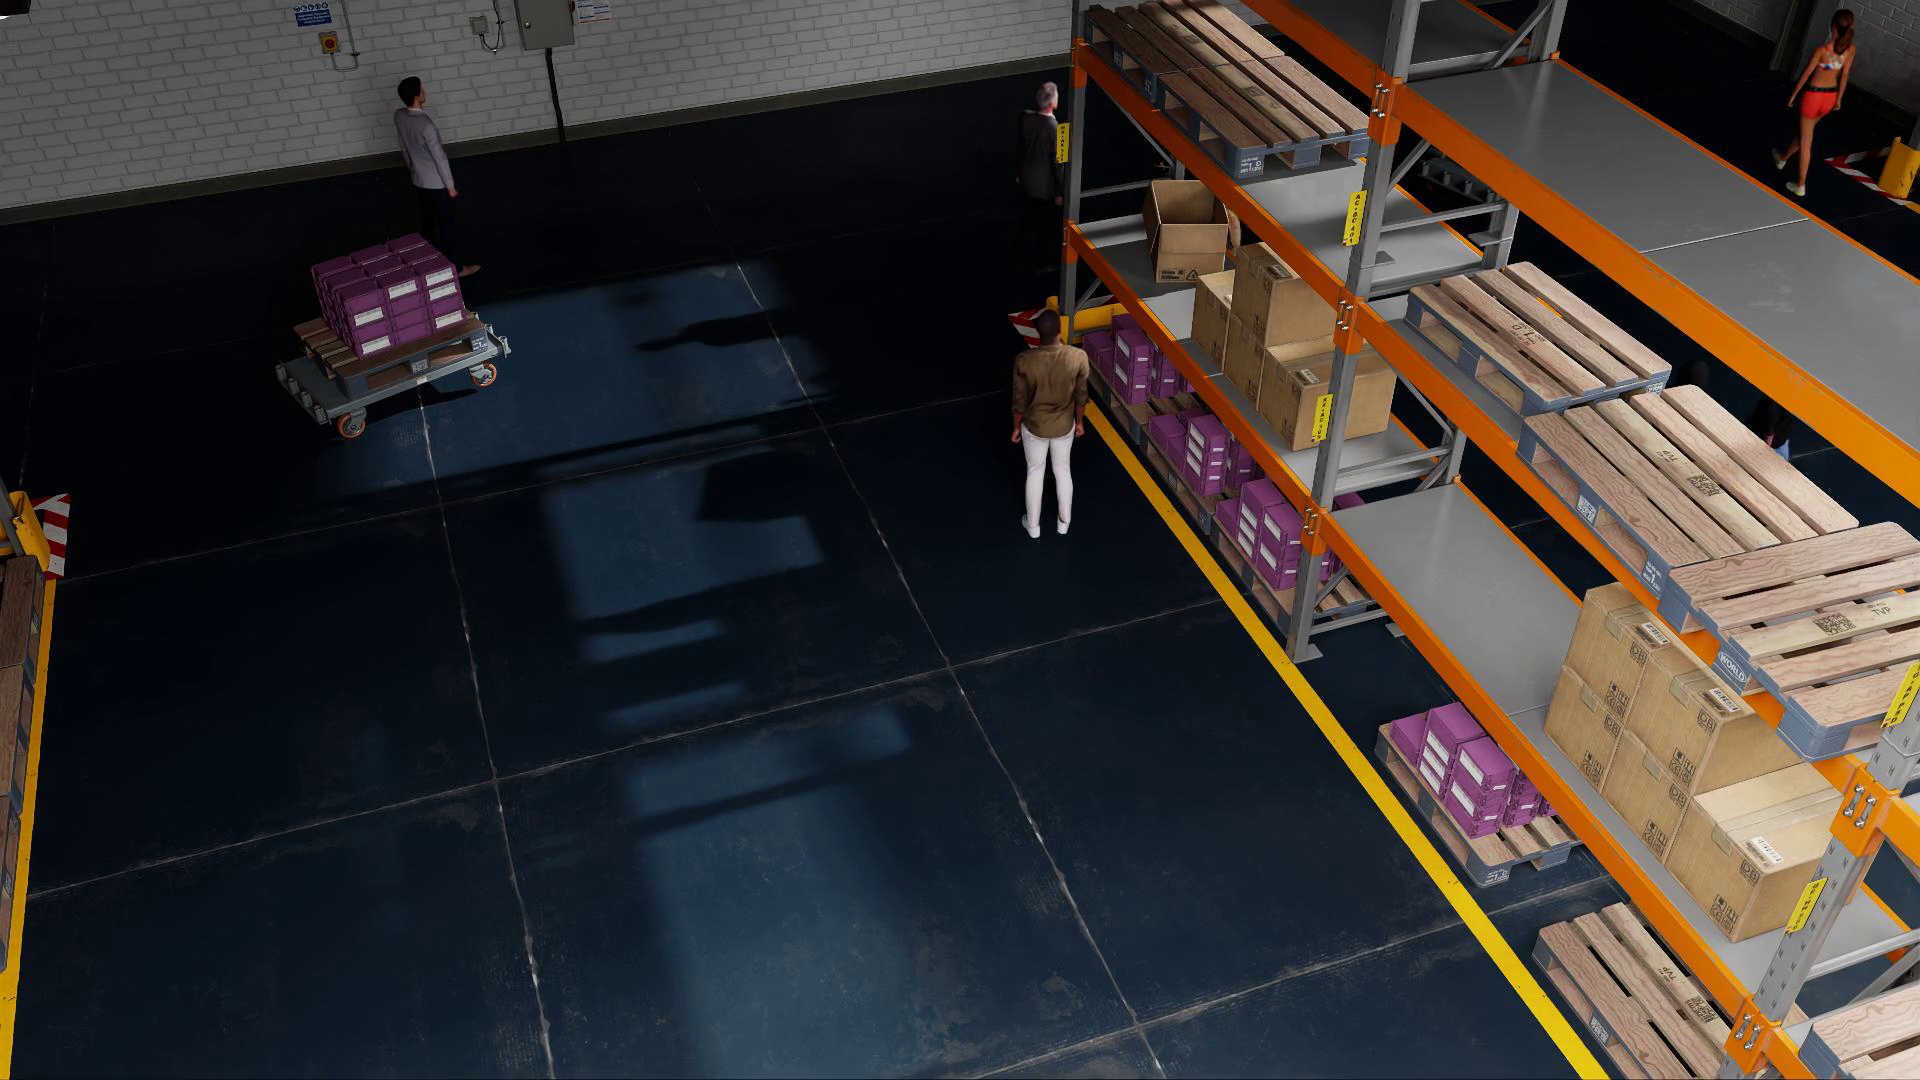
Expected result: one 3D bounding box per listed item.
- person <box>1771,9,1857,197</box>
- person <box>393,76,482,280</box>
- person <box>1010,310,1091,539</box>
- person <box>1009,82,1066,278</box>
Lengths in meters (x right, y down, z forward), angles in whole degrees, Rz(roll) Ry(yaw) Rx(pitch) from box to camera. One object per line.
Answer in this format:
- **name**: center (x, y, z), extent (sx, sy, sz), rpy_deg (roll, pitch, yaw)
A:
- **person**: center (8.277, -4.174, 16.022), extent (0.769, 1.751, 1.110), rpy_deg (-4, 39, -5)
- **person**: center (-4.696, -3.207, 14.729), extent (0.720, 1.853, 0.829), rpy_deg (25, 45, 28)
- **person**: center (0.626, -0.809, 11.750), extent (0.772, 1.824, 0.662), rpy_deg (-5, 39, -6)
- **person**: center (0.666, -3.146, 14.669), extent (0.930, 1.834, 0.826), rpy_deg (-31, 48, -32)
